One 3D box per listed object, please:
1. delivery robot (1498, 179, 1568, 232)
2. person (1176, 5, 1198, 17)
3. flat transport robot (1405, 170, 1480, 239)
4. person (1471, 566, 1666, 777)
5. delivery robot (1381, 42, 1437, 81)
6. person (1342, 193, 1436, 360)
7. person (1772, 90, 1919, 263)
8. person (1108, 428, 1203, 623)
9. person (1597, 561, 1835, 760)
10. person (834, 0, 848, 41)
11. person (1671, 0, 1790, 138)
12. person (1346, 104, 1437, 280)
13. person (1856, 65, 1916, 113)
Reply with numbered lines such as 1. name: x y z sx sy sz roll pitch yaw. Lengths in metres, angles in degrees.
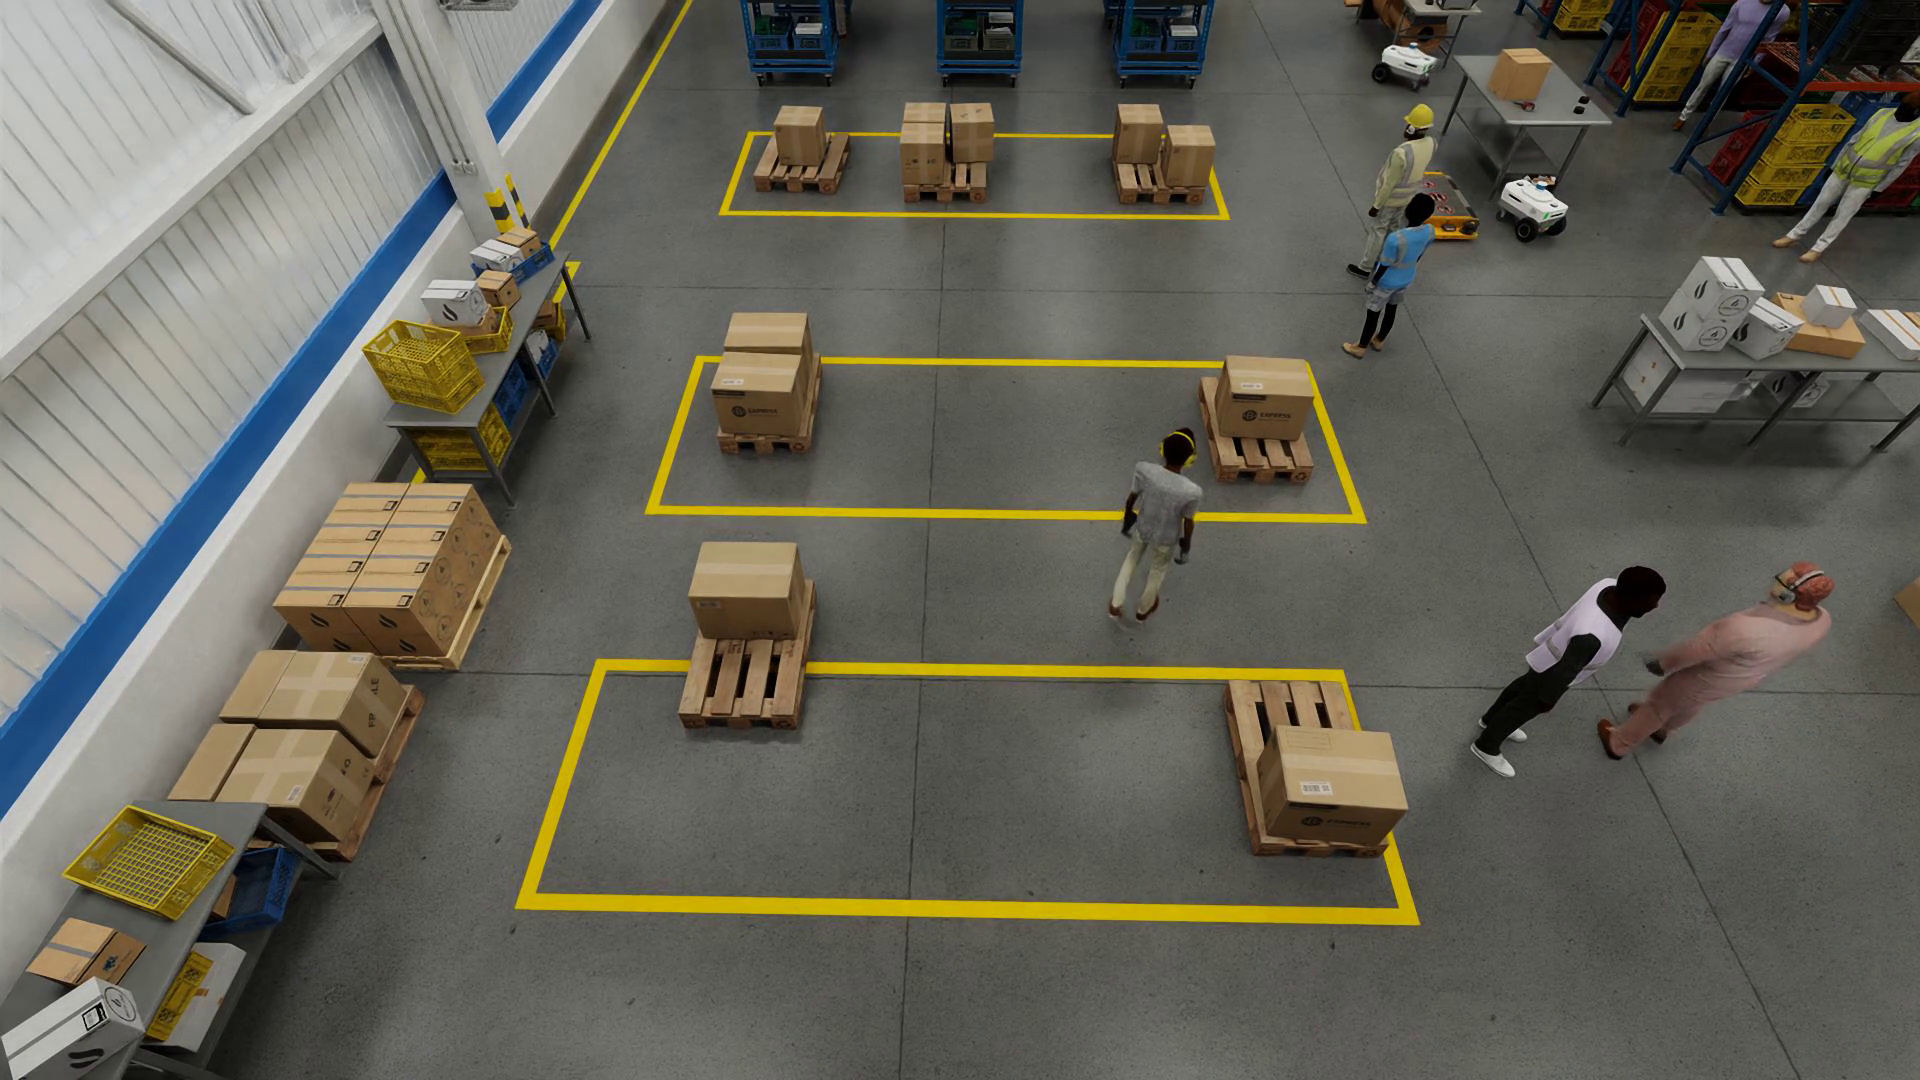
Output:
1. delivery robot: 6.665 -3.926 10.667 0.477 0.478 0.707 -17 51 -14
2. person: 3.766 -9.292 14.658 0.310 1.638 0.523 -29 55 -23
3. flat transport robot: 5.692 -4.094 11.059 0.652 0.197 1.431 1 49 1
4. person: 3.754 0.794 5.746 0.392 1.920 0.589 30 55 23
5. delivery robot: 6.485 -6.935 13.271 0.477 0.478 0.707 -37 58 -27
6. person: 4.115 -2.492 8.733 0.535 1.700 0.318 -21 52 -17
7. person: 9.659 -3.907 9.870 0.429 1.838 0.621 -16 51 -13
8. person: 1.396 -0.041 6.514 0.545 1.856 0.414 31 56 24
9. person: 4.737 0.798 5.761 0.651 1.895 0.434 -13 50 -11
10. person: -1.959 -8.674 13.894 0.392 1.991 0.613 -2 49 -2
11. person: 9.960 -6.221 11.811 0.626 1.932 0.364 33 57 25
12. person: 4.551 -3.629 9.631 0.600 1.829 0.404 -27 54 -21
13. person: 12.192 -6.149 11.780 0.586 1.881 0.337 -32 56 -25
